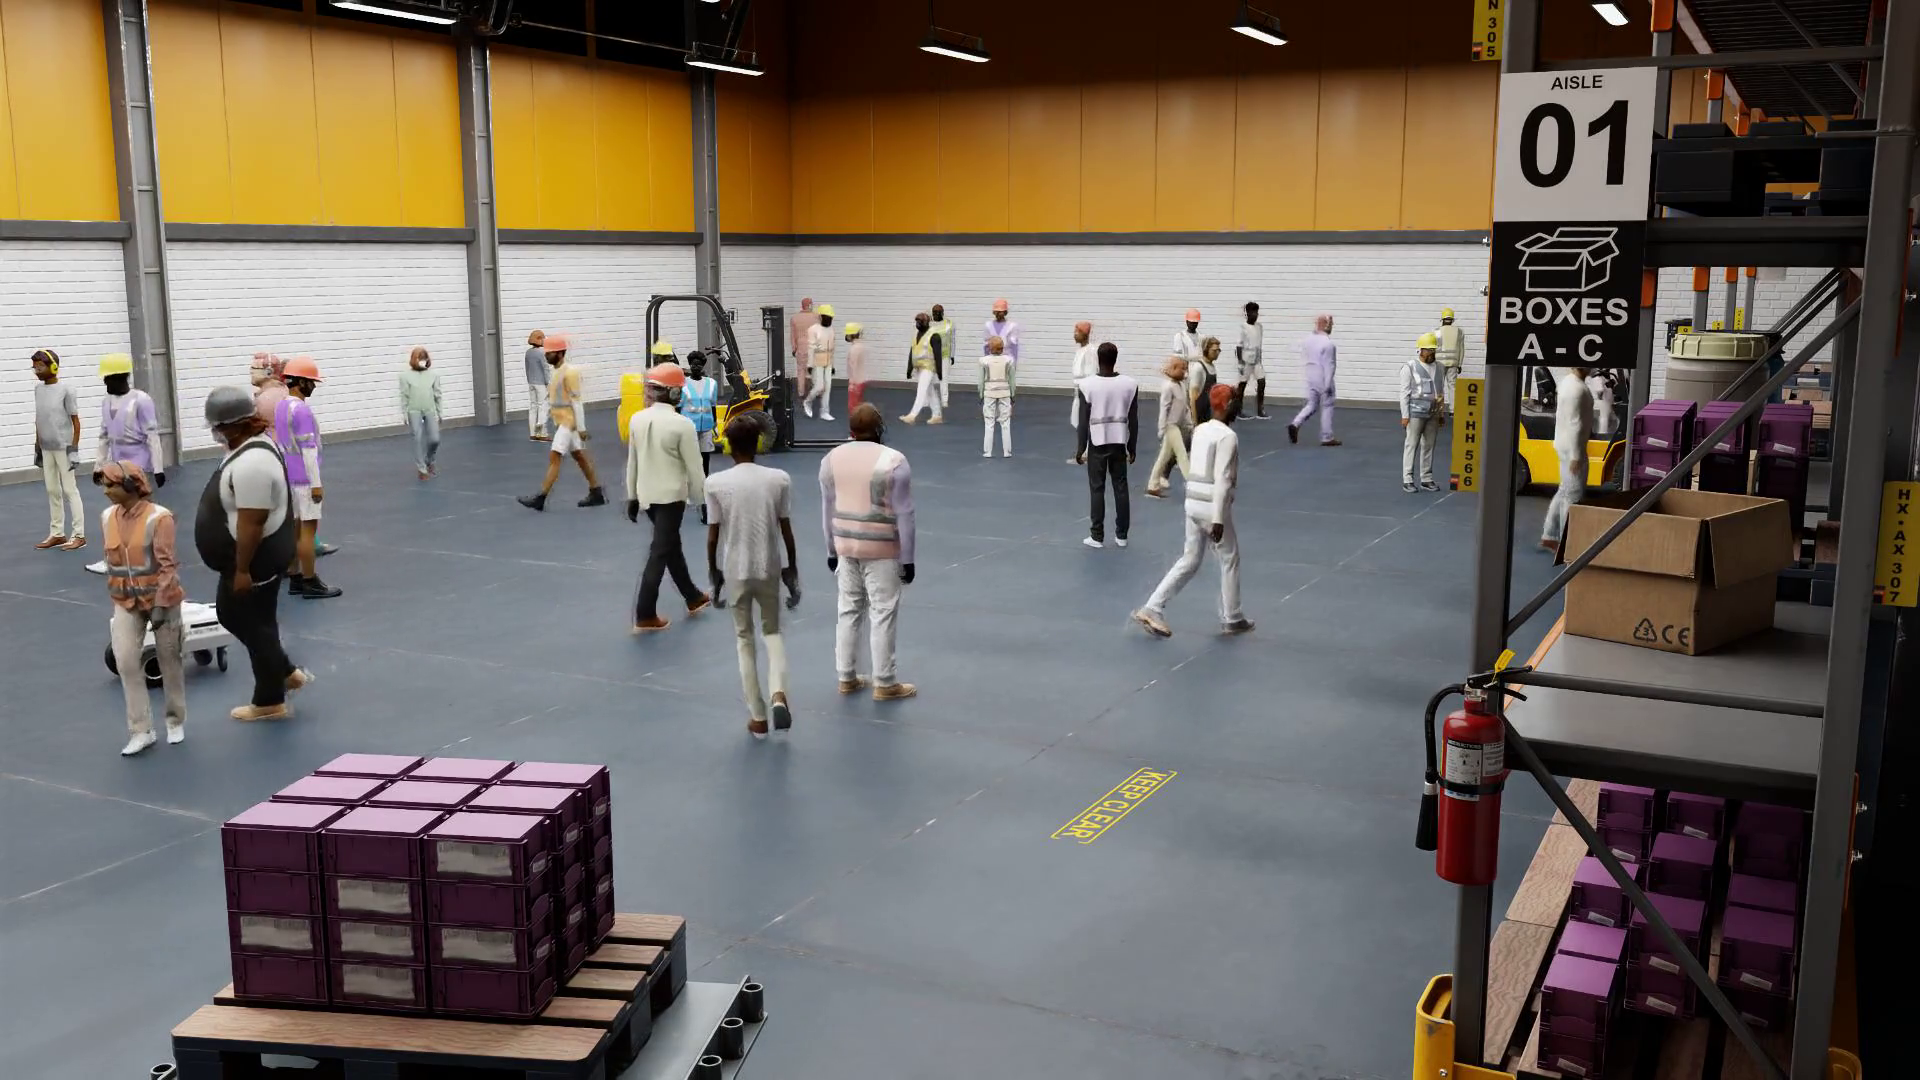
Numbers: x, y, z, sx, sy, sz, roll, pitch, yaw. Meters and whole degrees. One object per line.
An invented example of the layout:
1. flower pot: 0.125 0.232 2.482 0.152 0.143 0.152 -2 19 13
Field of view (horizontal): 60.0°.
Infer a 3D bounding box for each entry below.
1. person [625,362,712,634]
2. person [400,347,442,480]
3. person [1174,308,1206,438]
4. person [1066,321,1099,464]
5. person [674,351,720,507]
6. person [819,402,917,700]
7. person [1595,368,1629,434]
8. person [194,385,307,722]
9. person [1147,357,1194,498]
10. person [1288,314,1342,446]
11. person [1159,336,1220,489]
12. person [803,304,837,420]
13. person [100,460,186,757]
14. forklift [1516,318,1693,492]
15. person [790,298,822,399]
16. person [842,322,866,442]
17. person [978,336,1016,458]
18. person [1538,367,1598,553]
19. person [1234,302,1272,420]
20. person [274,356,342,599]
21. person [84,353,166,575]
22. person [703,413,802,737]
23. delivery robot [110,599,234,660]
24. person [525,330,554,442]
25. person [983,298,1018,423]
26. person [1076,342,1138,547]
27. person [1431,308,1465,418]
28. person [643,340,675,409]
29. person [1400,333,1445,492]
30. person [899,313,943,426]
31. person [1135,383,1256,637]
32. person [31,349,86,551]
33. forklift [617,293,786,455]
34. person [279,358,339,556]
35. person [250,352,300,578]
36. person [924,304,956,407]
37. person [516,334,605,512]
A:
1. person: -2.066 -0.326 12.226 0.643 1.943 0.994 7 12 36
2. person: -6.499 -1.521 20.114 0.501 1.623 0.337 -6 11 -31
3. person: 3.407 -2.445 24.536 0.551 1.933 0.368 -5 11 -27
4. person: 1.684 -1.909 21.645 0.550 1.869 0.575 -3 10 -17
5. person: -2.868 -1.213 18.094 0.529 1.695 0.321 -6 12 -32
6. person: -0.552 0.078 10.253 0.663 1.834 0.430 6 11 30
7. person: 9.037 -2.101 22.777 0.669 1.856 0.987 0 10 3
8. person: -4.145 0.071 9.663 0.543 2.000 0.733 -3 10 -19
9. person: 2.461 -1.225 18.454 0.866 1.584 0.506 5 11 26
10. person: 5.086 -2.264 23.610 0.725 1.888 0.652 -5 11 -25
11. person: 2.707 -1.469 19.286 0.820 1.811 0.546 6 11 30
12. person: -2.282 -2.913 27.345 0.583 1.905 0.627 8 13 40
13. person: -4.513 0.373 9.155 0.491 1.611 0.584 0 10 2
14. forklift: 7.066 -1.601 18.899 2.313 2.155 1.214 5 11 27
15. person: -2.867 -3.609 31.366 0.643 1.905 0.399 2 10 9
16. person: -1.475 -2.279 24.110 0.472 1.751 0.522 1 10 7
17. person: 0.496 -1.909 22.274 0.513 1.645 0.307 -1 10 -3
18. person: 5.550 -0.800 15.033 0.411 1.943 0.637 3 10 17
19. person: 4.820 -2.914 27.222 0.651 1.938 0.779 -6 12 -33
20. person: -5.223 -0.497 13.268 0.371 1.931 0.543 -9 13 -43
21. person: -7.197 -0.638 14.193 0.618 1.884 0.917 7 12 33
22. person: -1.167 0.215 9.384 0.540 1.846 0.449 -3 10 -16
23. delivery robot: -5.089 0.572 10.792 0.477 0.478 0.707 9 14 43
24. person: -6.133 -2.245 24.252 0.500 1.633 0.280 8 13 39
25. person: 0.647 -2.895 26.925 0.602 2.016 0.429 3 10 18
26. person: 1.381 -0.885 15.553 0.597 1.916 0.371 -3 10 -14
27. person: 8.091 -2.943 27.715 0.586 1.833 0.403 0 10 -2
28. person: -3.499 -1.462 19.371 0.586 1.744 0.544 10 14 44
29. person: 5.347 -1.465 19.158 0.600 1.831 0.404 -4 11 -22
30. person: -0.617 -2.716 26.526 0.954 1.789 0.663 -7 12 -35
31. person: 1.718 -0.205 11.892 0.903 1.838 0.621 -4 11 -23
32. person: -8.370 -0.830 15.397 0.521 1.865 0.328 3 10 19
33. forklift: -3.588 -2.317 23.042 2.313 2.155 1.214 -1 10 -5
34. person: -5.983 -0.726 14.941 0.763 1.798 0.550 -6 12 -33
35. person: -5.839 -0.633 14.112 0.410 1.913 0.651 -1 10 -8
36. person: -0.392 -3.274 29.627 0.624 1.837 0.430 0 10 3
37. person: -4.273 -1.255 17.770 1.041 1.876 0.548 -5 11 -28
